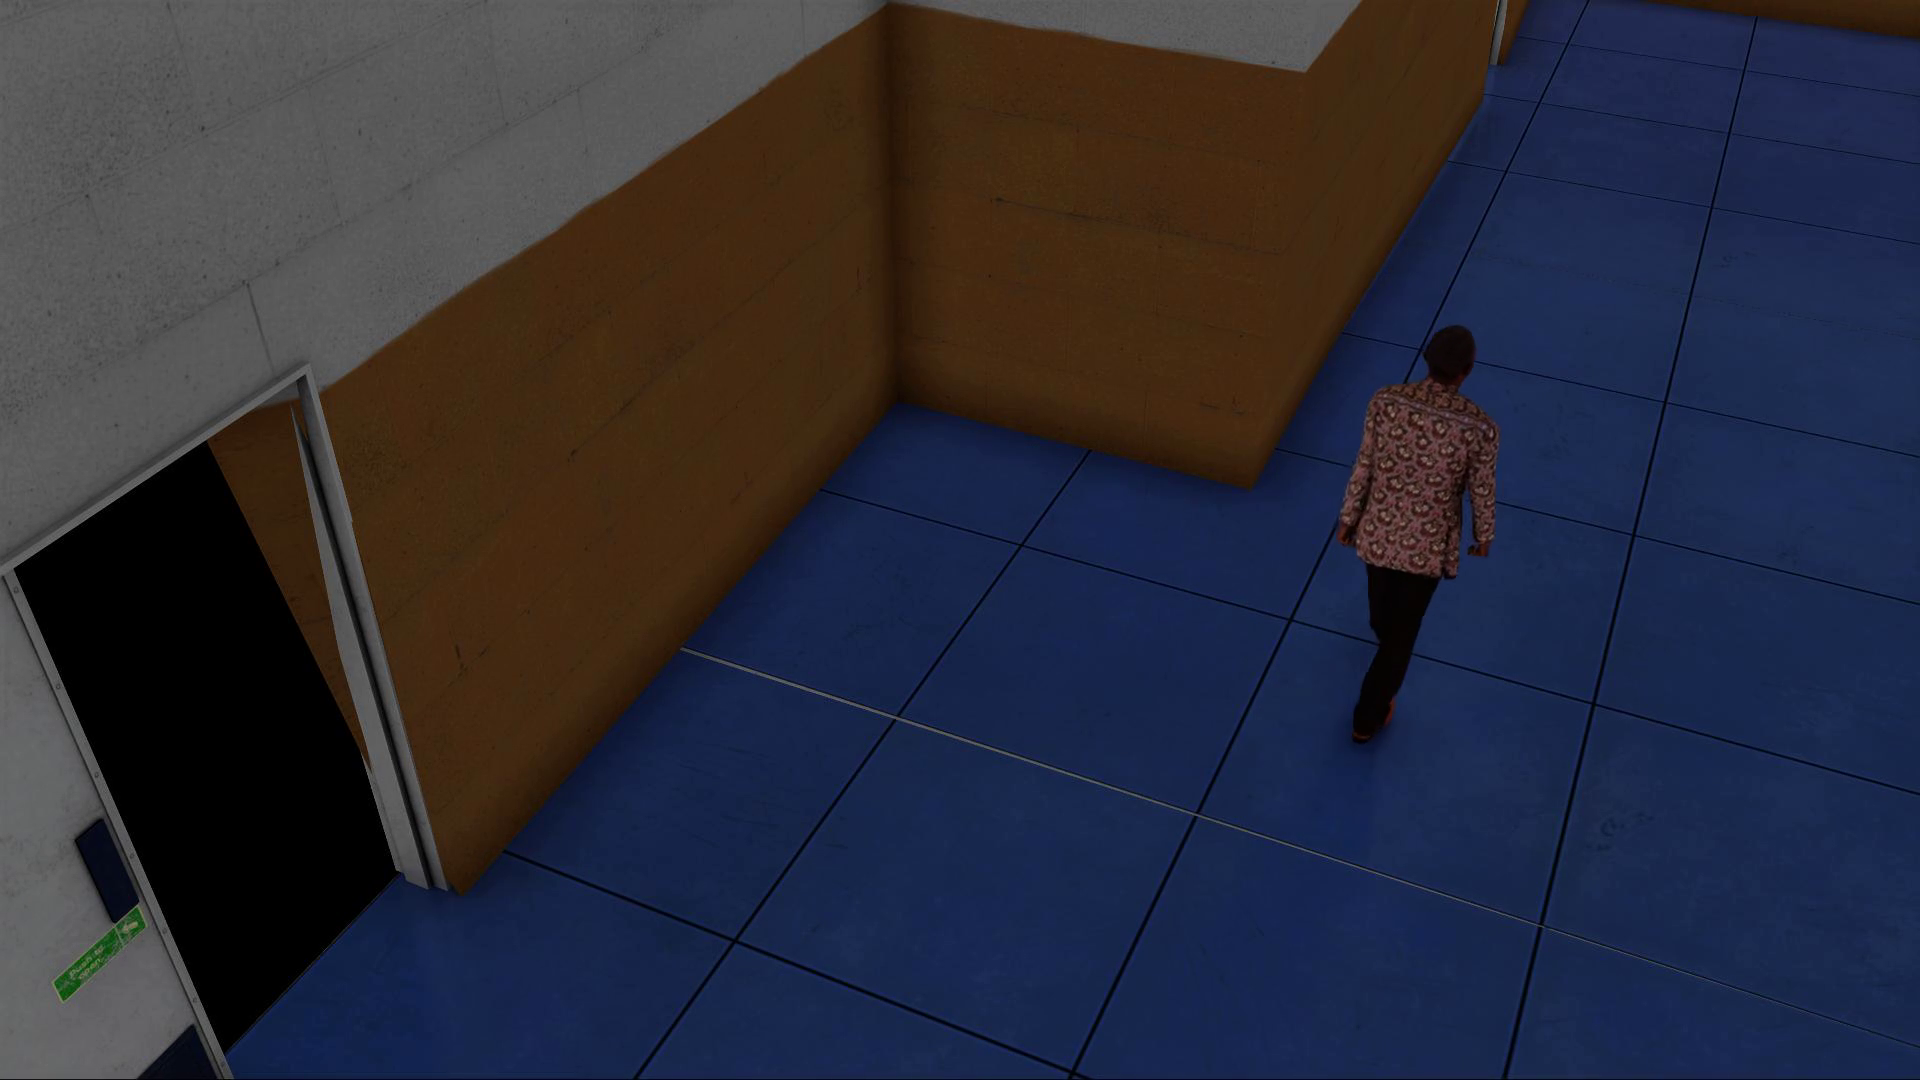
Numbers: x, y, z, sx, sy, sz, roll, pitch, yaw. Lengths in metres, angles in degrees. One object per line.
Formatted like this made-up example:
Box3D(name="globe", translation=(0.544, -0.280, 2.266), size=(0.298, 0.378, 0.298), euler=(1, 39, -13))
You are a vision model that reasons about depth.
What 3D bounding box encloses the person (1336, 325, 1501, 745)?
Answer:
Box3D(name="person", translation=(1.730, 0.036, 6.538), size=(1.112, 1.765, 0.905), euler=(22, 42, 27))
